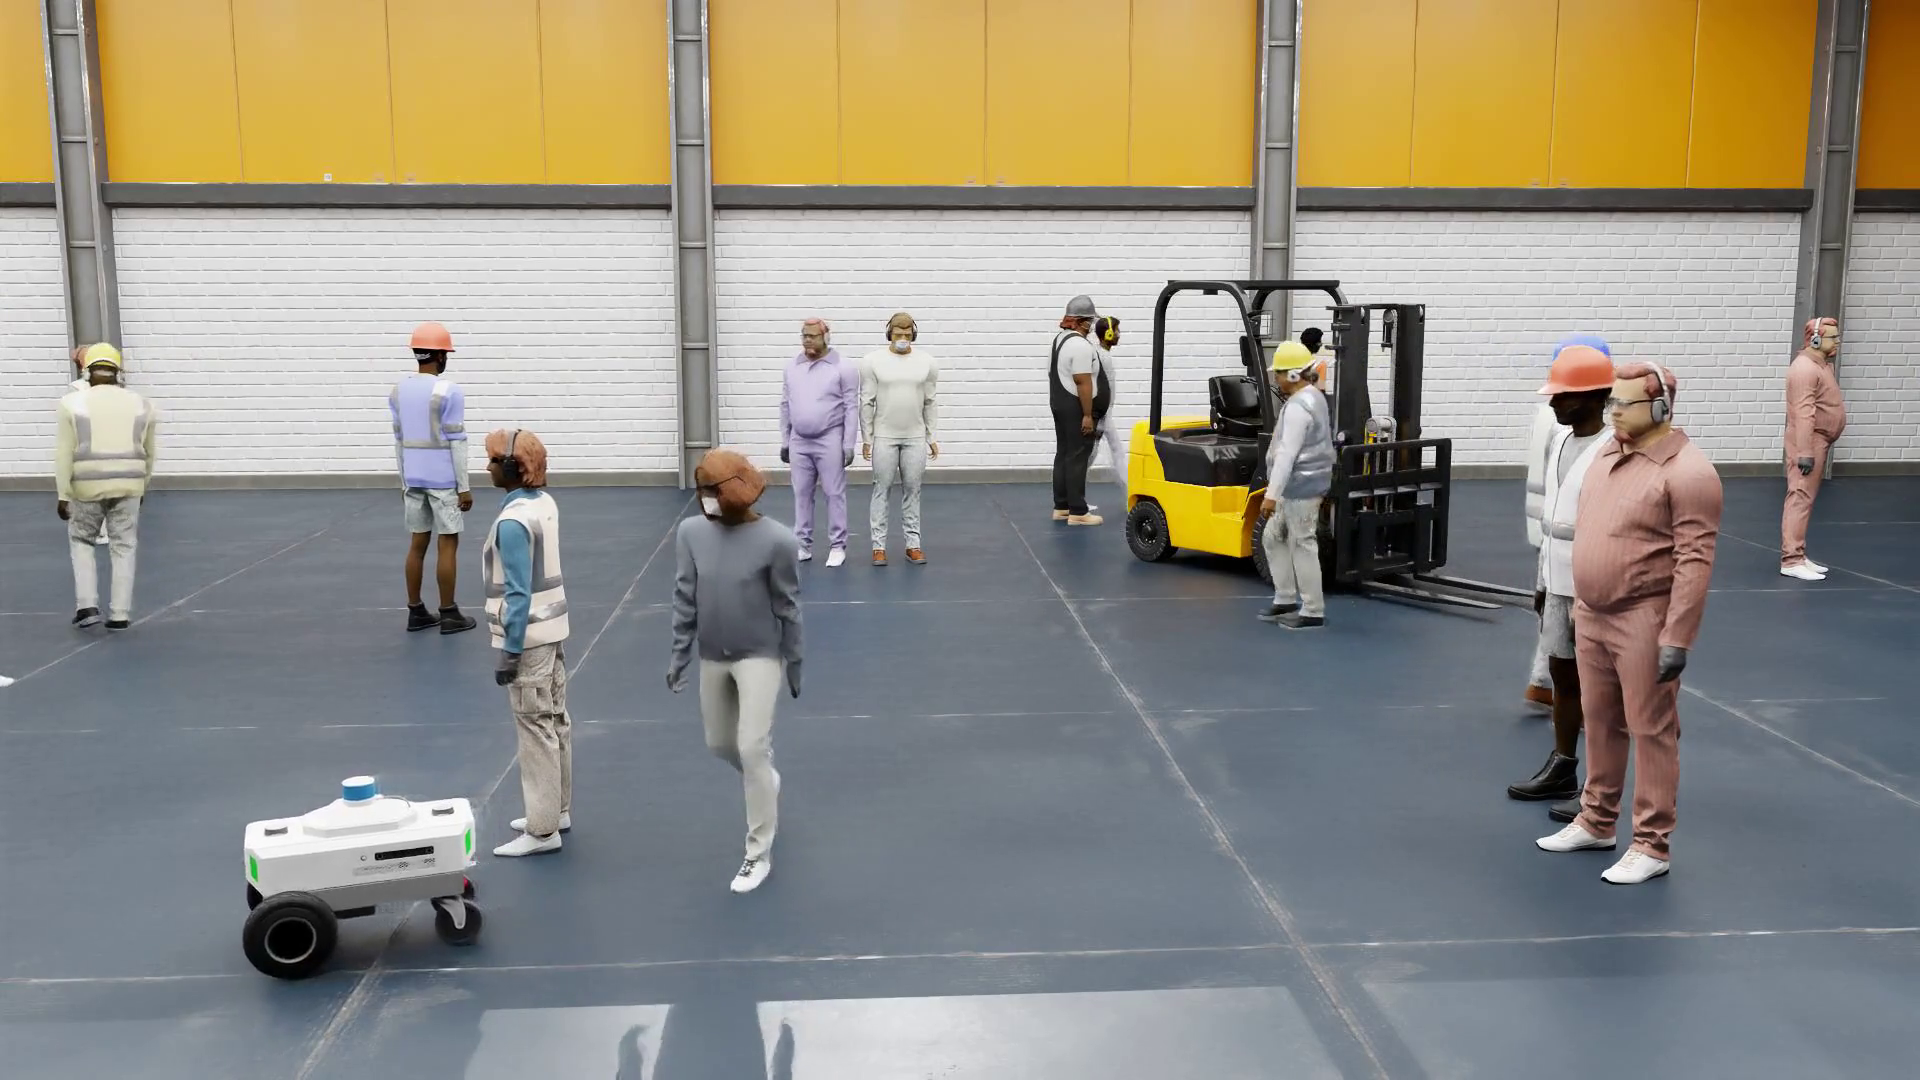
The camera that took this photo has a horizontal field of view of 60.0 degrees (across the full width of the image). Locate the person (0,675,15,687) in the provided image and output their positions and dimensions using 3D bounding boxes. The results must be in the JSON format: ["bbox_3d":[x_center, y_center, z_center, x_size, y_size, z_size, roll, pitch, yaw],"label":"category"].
[{"bbox_3d":[-5.438,-0.113,8.875,0.570,1.854,0.514,1,9,7],"label":"person"}]

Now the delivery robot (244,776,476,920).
[{"bbox_3d":[-1.964,1.023,5.476,0.707,0.478,0.477,-3,10,-21],"label":"delivery robot"}]

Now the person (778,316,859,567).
[{"bbox_3d":[-1.096,-0.743,12.649,0.651,1.904,0.403,3,10,21],"label":"person"}]

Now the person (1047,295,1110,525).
[{"bbox_3d":[1.079,-1.165,14.871,0.536,2.000,0.688,-3,10,-18],"label":"person"}]

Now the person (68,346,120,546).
[{"bbox_3d":[-7.072,-0.769,13.653,0.315,1.636,0.515,3,9,16],"label":"person"}]

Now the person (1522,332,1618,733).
[{"bbox_3d":[2.957,-0.024,8.018,0.451,1.942,0.633,1,9,6],"label":"person"}]

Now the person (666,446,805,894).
[{"bbox_3d":[-0.793,0.433,6.231,0.509,1.599,0.679,4,10,23],"label":"person"}]

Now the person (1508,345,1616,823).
[{"bbox_3d":[2.499,0.180,6.762,0.376,1.932,0.551,-2,9,-13],"label":"person"}]

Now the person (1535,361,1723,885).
[{"bbox_3d":[2.451,0.296,6.122,0.409,1.908,0.639,-3,9,-16],"label":"person"}]

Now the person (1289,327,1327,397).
[{"bbox_3d":[3.518,-1.306,16.862,0.318,1.691,0.534,-6,11,-32],"label":"person"}]

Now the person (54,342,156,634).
[{"bbox_3d":[-5.281,-0.316,10.298,0.610,1.800,0.468,-8,12,-41],"label":"person"}]

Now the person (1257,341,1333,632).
[{"bbox_3d":[2.032,-0.327,10.338,0.601,1.806,0.620,3,9,17],"label":"person"}]

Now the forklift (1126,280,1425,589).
[{"bbox_3d":[2.301,-0.860,12.475,1.214,2.155,2.313,-6,11,-35],"label":"forklift"}]

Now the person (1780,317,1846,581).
[{"bbox_3d":[6.249,-0.671,12.191,0.409,1.907,0.648,5,11,30],"label":"person"}]

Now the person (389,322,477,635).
[{"bbox_3d":[-3.248,-0.378,10.307,0.540,1.930,0.386,5,10,27],"label":"person"}]

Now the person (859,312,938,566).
[{"bbox_3d":[-0.462,-0.769,12.727,0.627,1.934,0.370,-2,9,-15],"label":"person"}]

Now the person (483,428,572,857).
[{"bbox_3d":[-1.654,0.388,6.372,0.312,1.642,0.512,0,9,0],"label":"person"}]

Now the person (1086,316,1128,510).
[{"bbox_3d":[1.421,-1.166,15.565,0.883,1.827,0.561,-1,9,-9],"label":"person"}]
